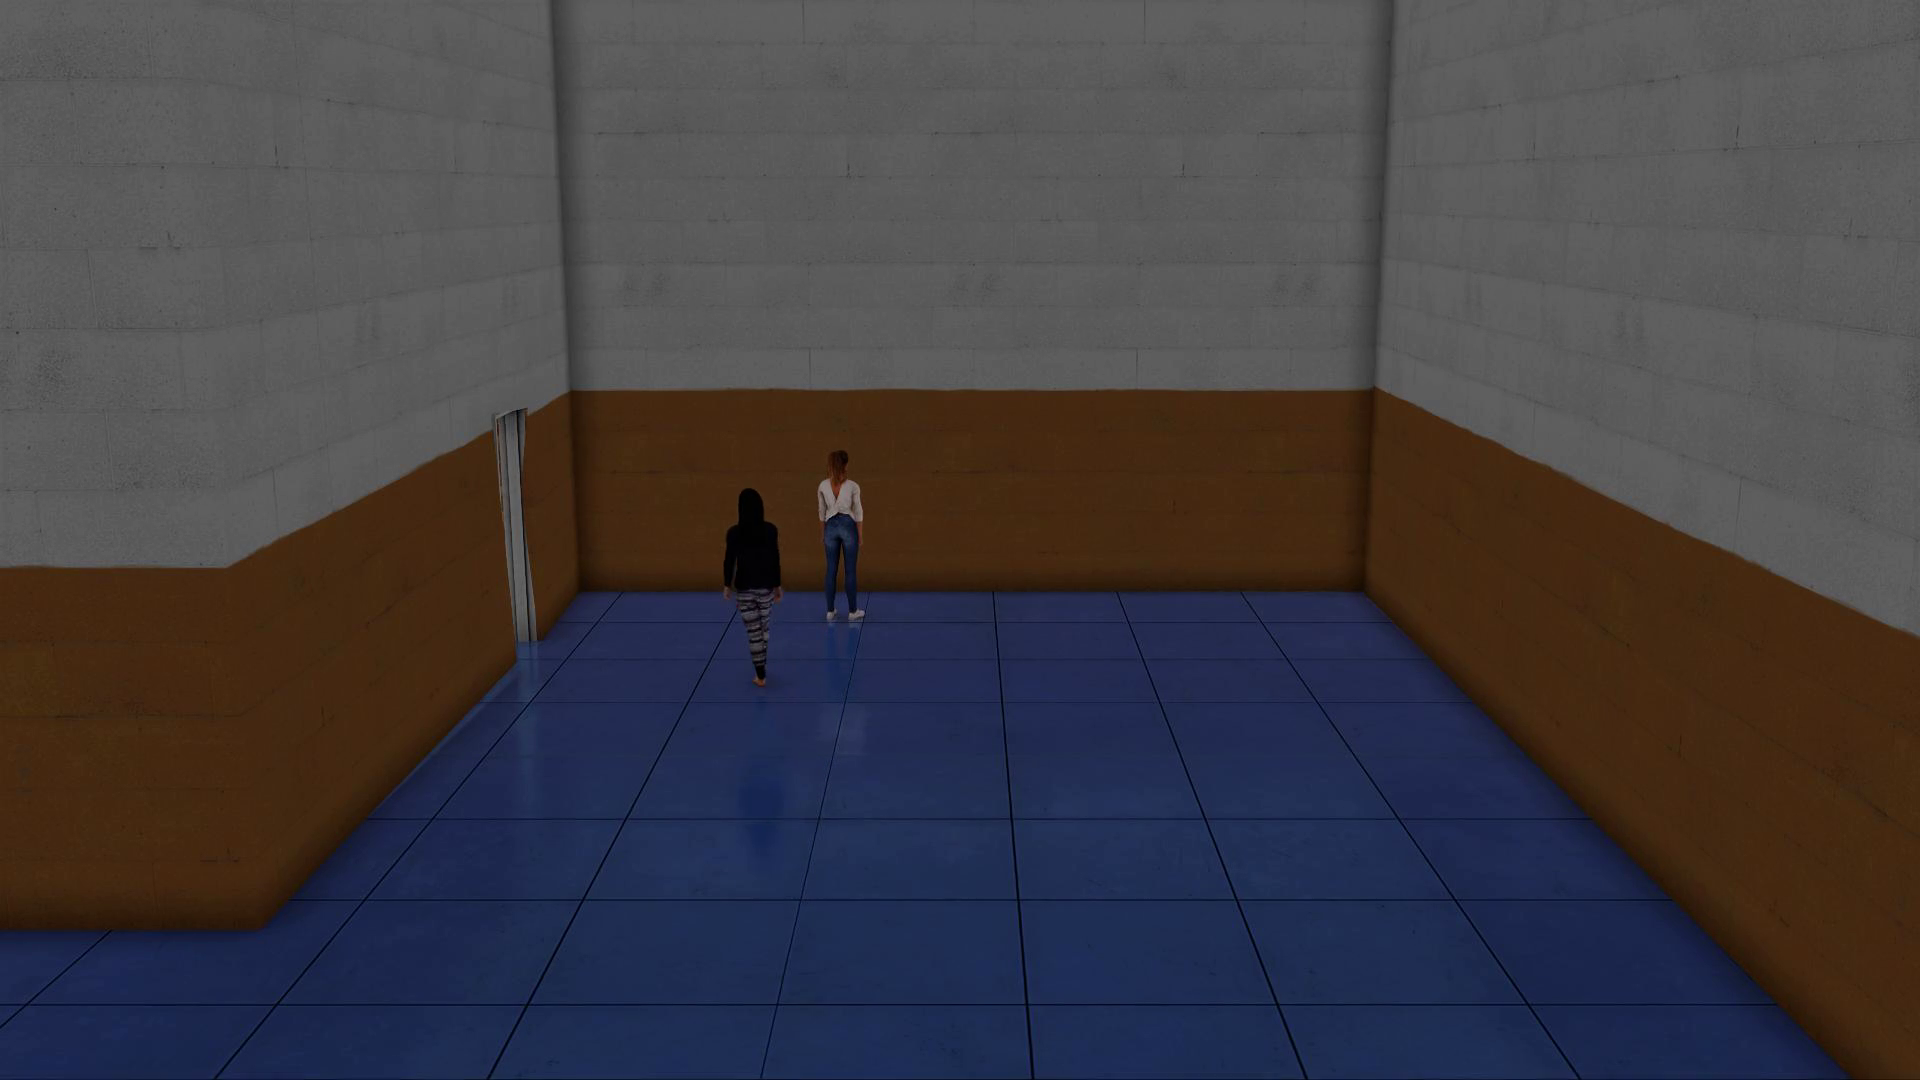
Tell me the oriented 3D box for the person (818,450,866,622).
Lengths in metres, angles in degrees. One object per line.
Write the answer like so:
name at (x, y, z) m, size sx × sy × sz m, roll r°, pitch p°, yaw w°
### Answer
person at (-1.192, -0.052, 16.664) m, size 0.546 × 1.720 × 0.716 m, roll 3°, pitch 12°, yaw 13°

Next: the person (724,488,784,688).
person at (-1.758, 0.430, 14.396) m, size 0.877 × 1.712 × 0.858 m, roll -4°, pitch 13°, yaw -18°
